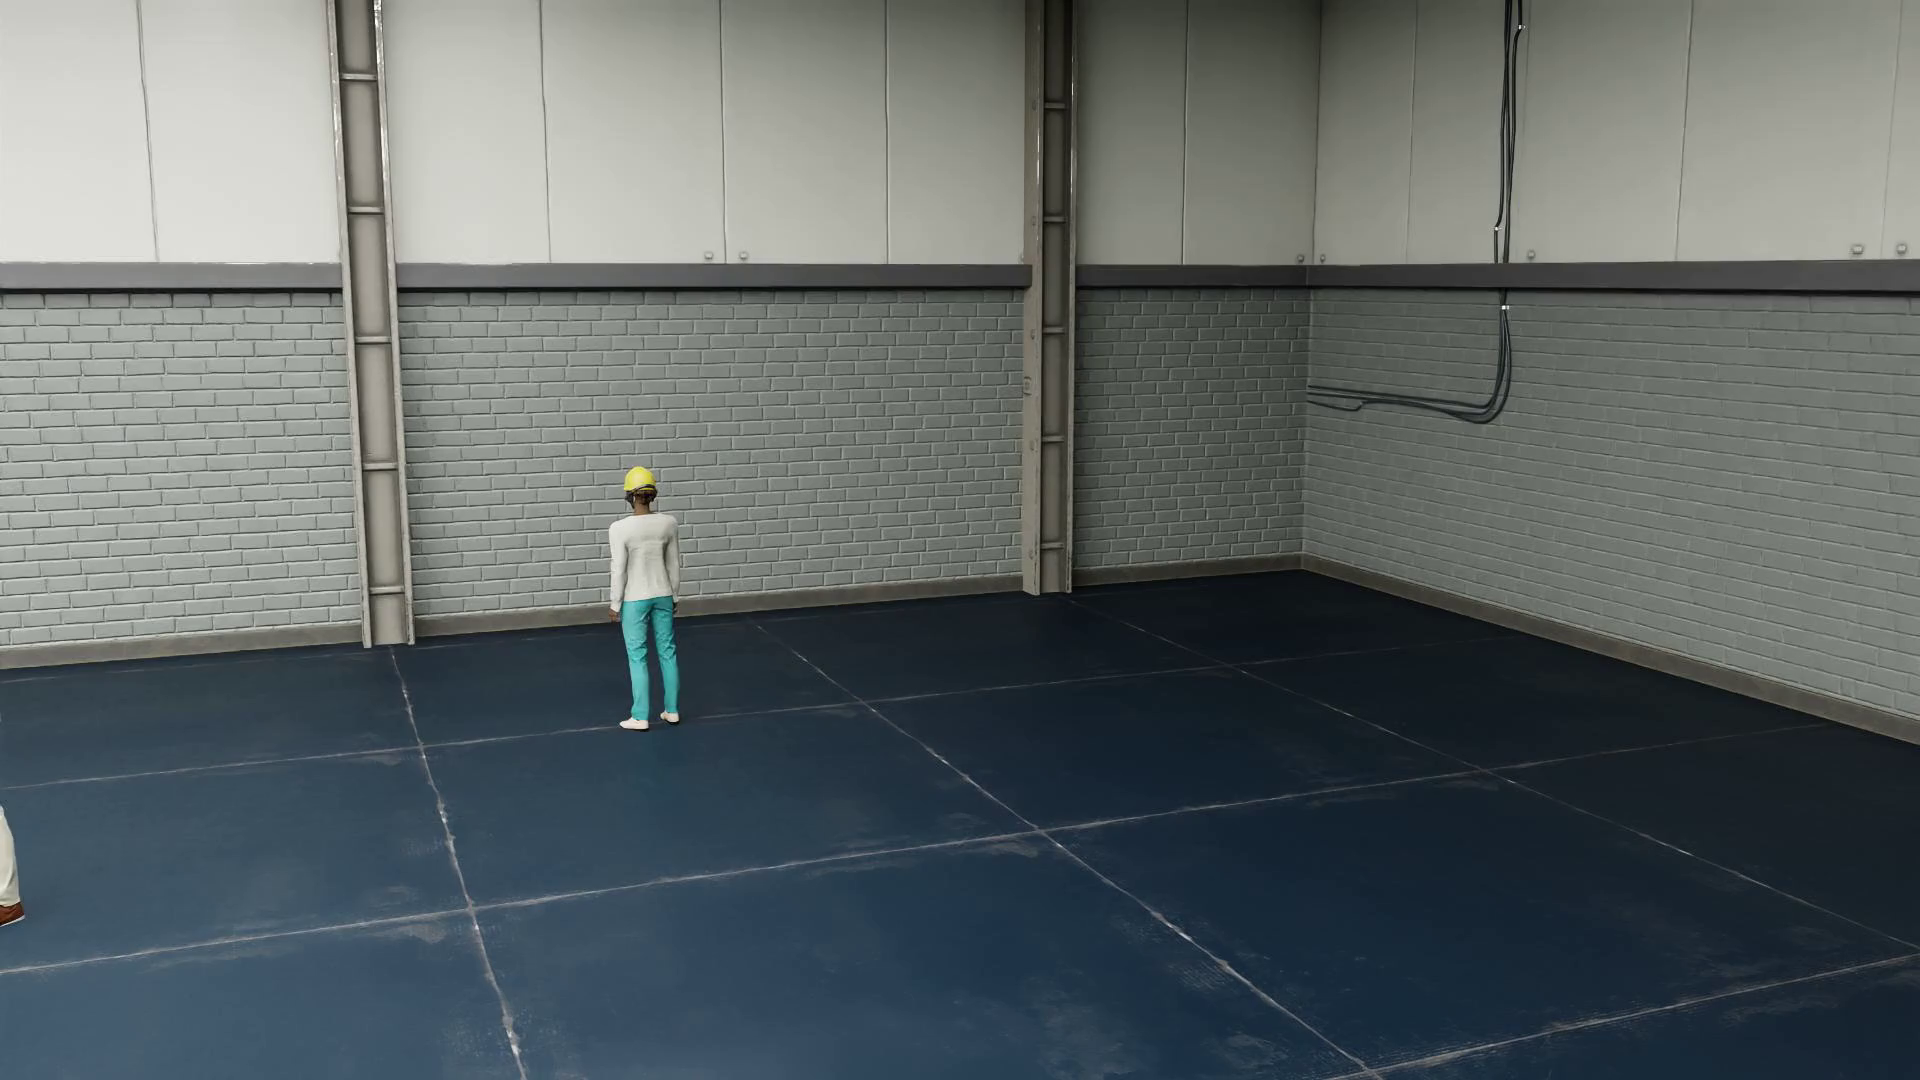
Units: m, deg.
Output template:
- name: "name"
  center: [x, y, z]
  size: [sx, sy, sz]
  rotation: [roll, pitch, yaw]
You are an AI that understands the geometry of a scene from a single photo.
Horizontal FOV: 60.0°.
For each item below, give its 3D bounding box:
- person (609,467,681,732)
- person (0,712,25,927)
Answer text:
- name: "person"
  center: [-2.114, 0.392, 11.116]
  size: [0.531, 1.767, 0.328]
  rotation: [-8, 12, -41]
- name: "person"
  center: [-4.625, 0.891, 7.700]
  size: [0.507, 1.861, 0.312]
  rotation: [7, 11, 38]
